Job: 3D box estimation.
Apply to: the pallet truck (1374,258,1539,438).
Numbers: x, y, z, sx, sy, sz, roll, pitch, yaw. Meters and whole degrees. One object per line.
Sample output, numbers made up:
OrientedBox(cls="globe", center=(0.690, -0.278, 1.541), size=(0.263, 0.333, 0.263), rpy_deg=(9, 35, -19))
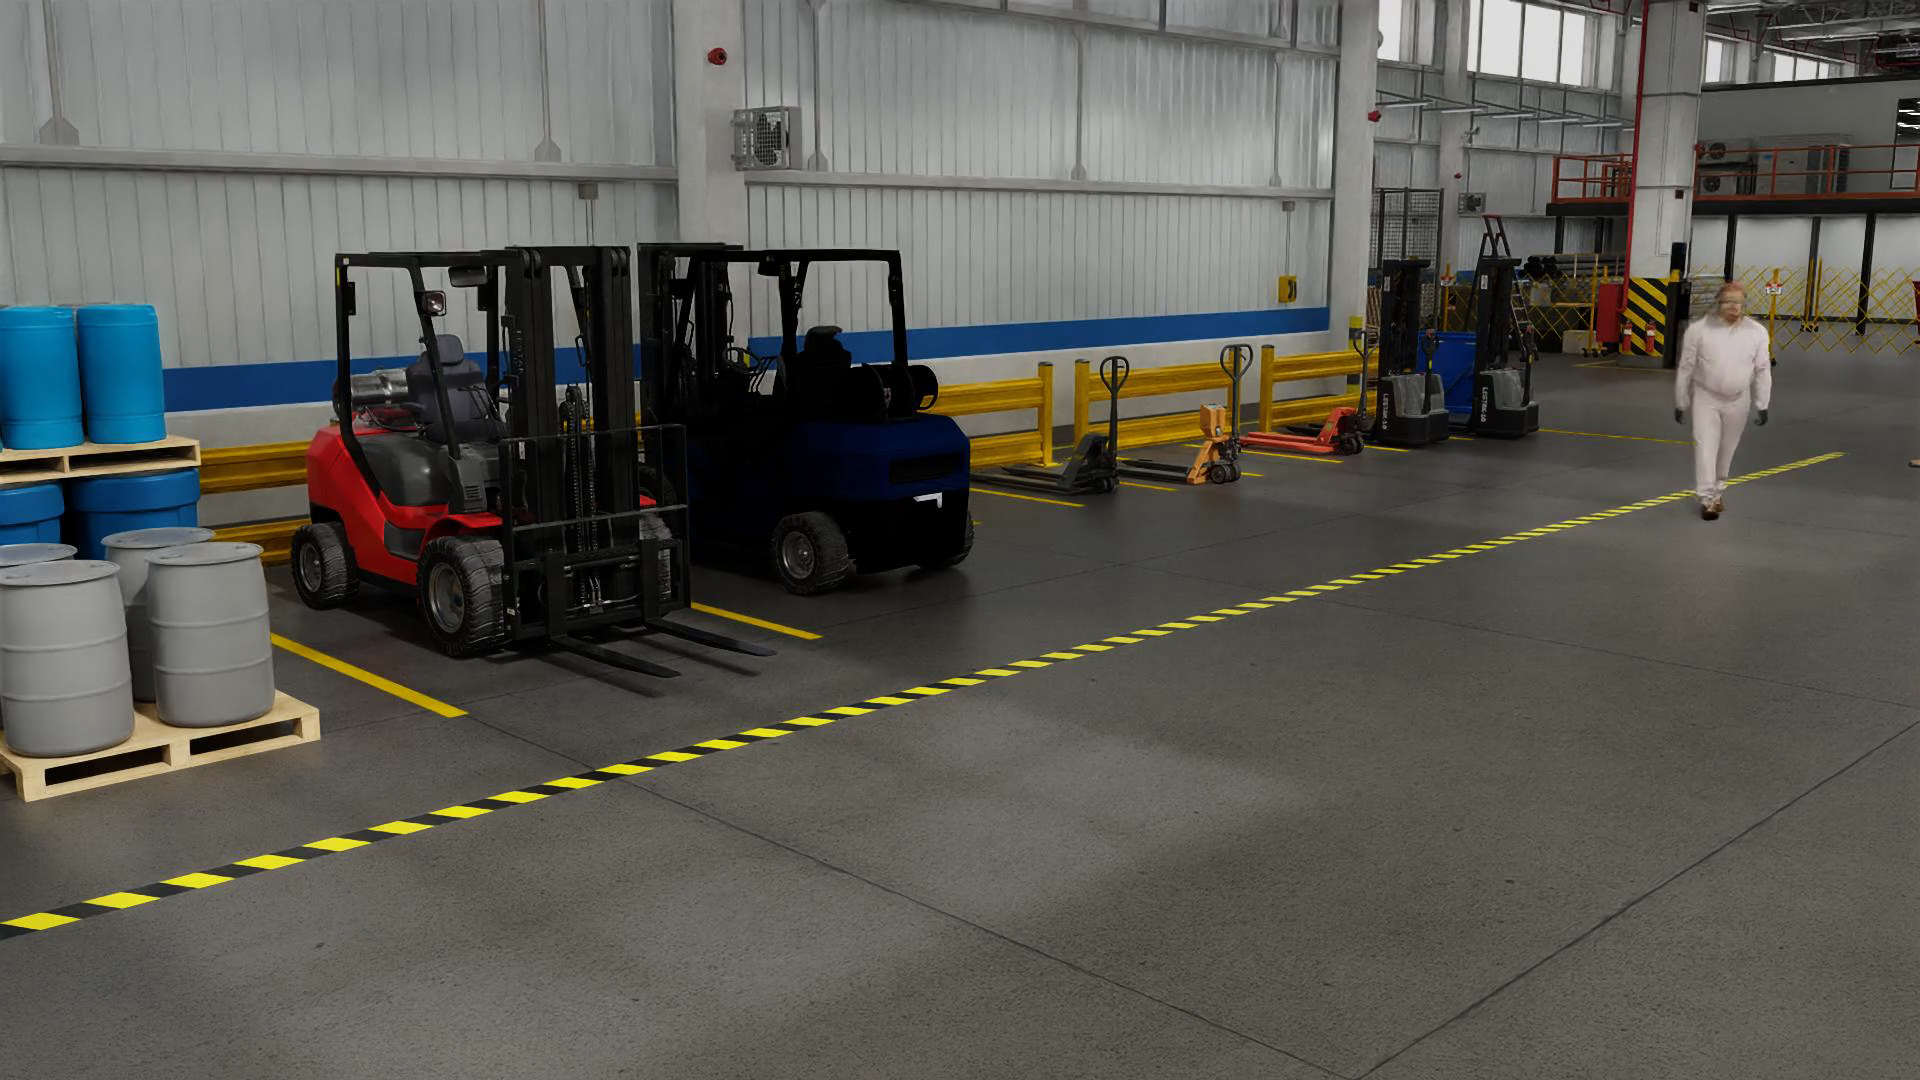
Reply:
OrientedBox(cls="pallet truck", center=(5.704, -2.208, 18.901), size=(1.885, 1.965, 0.823), rpy_deg=(10, 14, 43))

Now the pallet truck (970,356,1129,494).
OrientedBox(cls="pallet truck", center=(0.784, -1.085, 14.876), size=(0.680, 1.201, 1.601), rpy_deg=(-10, 14, -44))

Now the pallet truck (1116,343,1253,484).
OrientedBox(cls="pallet truck", center=(1.962, -1.215, 15.415), size=(1.522, 1.261, 0.704), rpy_deg=(10, 14, 43))

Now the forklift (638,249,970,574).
OrientedBox(cls="forklift", center=(-1.173, -0.958, 11.239), size=(2.680, 1.987, 1.157), rpy_deg=(10, 14, 43))

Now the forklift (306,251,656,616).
OrientedBox(cls="forklift", center=(-2.833, -0.669, 9.694), size=(1.157, 1.987, 2.680), rpy_deg=(-10, 14, -44))

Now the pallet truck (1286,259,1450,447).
OrientedBox(cls="pallet truck", center=(4.493, -2.078, 18.196), size=(0.823, 1.965, 1.885), rpy_deg=(-9, 14, -40))

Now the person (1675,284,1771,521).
OrientedBox(cls="person", center=(6.074, -1.099, 13.252), size=(0.656, 1.858, 0.973), rpy_deg=(2, 11, 9))

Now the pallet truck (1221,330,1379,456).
OrientedBox(cls="pallet truck", center=(3.563, -1.581, 17.381), size=(0.653, 1.274, 1.630), rpy_deg=(-10, 14, -44))

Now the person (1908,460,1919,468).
OrientedBox(cls="person", center=(9.386, -1.659, 15.785), size=(0.378, 2.041, 0.616), rpy_deg=(-1, 10, -8))
